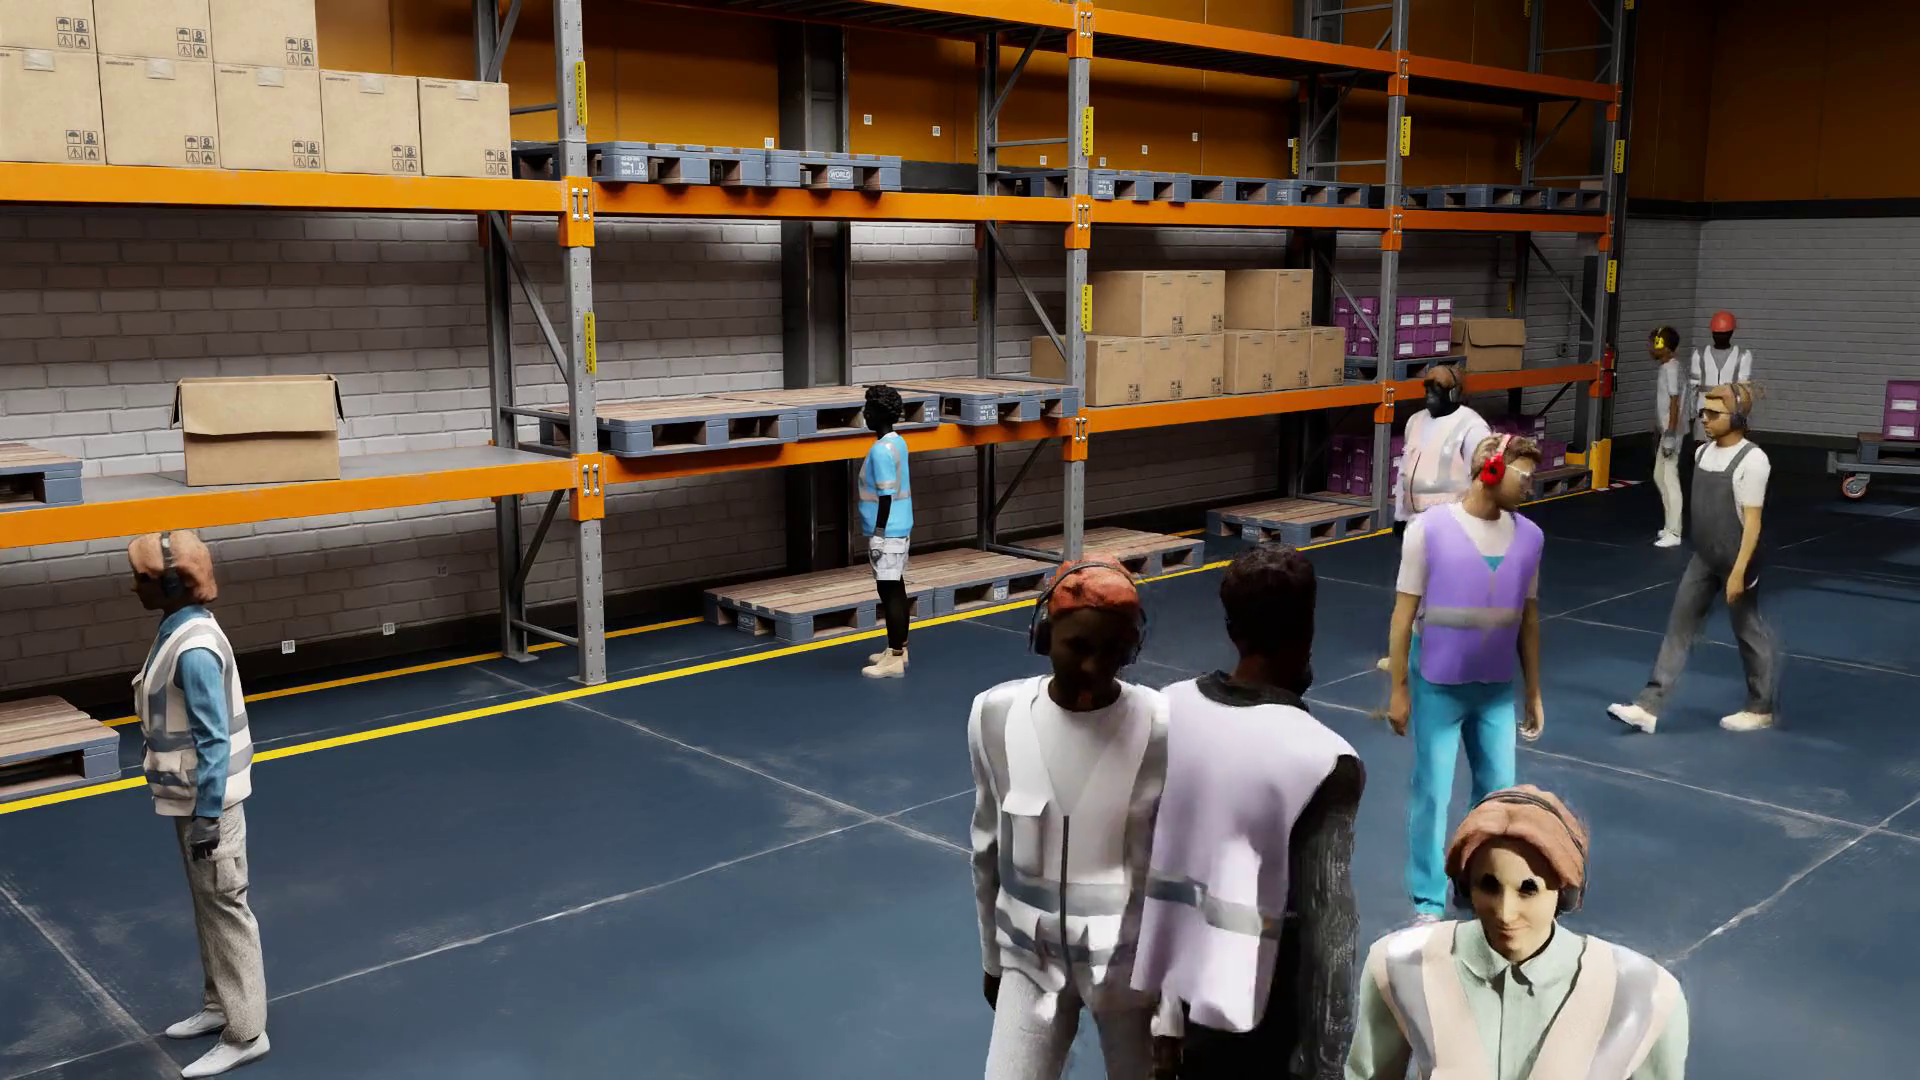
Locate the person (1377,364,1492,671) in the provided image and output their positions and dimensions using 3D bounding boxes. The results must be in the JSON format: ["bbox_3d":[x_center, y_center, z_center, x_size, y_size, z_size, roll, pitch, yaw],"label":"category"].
[{"bbox_3d":[2.891,-0.151,9.923,0.922,1.809,0.634,-5,11,-26],"label":"person"}]

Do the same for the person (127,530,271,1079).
[{"bbox_3d":[-2.273,0.777,4.971,0.311,1.636,0.523,-6,11,-31],"label":"person"}]

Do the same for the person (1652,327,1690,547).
[{"bbox_3d":[5.978,-0.872,14.064,0.347,1.837,0.637,3,10,18],"label":"person"}]

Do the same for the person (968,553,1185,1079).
[{"bbox_3d":[0.305,0.912,3.659,0.574,1.845,0.974,4,10,22],"label":"person"}]

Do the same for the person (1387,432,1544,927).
[{"bbox_3d":[1.793,0.526,5.925,0.666,1.817,0.381,-3,10,-17],"label":"person"}]

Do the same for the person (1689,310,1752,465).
[{"bbox_3d":[7.259,-1.231,15.927,0.540,1.920,0.426,5,11,29],"label":"person"}]

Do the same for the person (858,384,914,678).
[{"bbox_3d":[-0.433,-0.051,9.644,0.316,1.695,0.542,1,10,7],"label":"person"}]

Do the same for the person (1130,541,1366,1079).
[{"bbox_3d":[0.555,0.937,3.390,0.955,1.866,0.657,-7,12,-34],"label":"person"}]

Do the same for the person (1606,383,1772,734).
[{"bbox_3d":[3.783,0.113,8.391,0.950,1.791,0.533,-3,10,-15],"label":"person"}]

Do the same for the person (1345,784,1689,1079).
[{"bbox_3d":[0.839,1.191,2.608,0.536,1.604,0.766,5,11,25],"label":"person"}]
